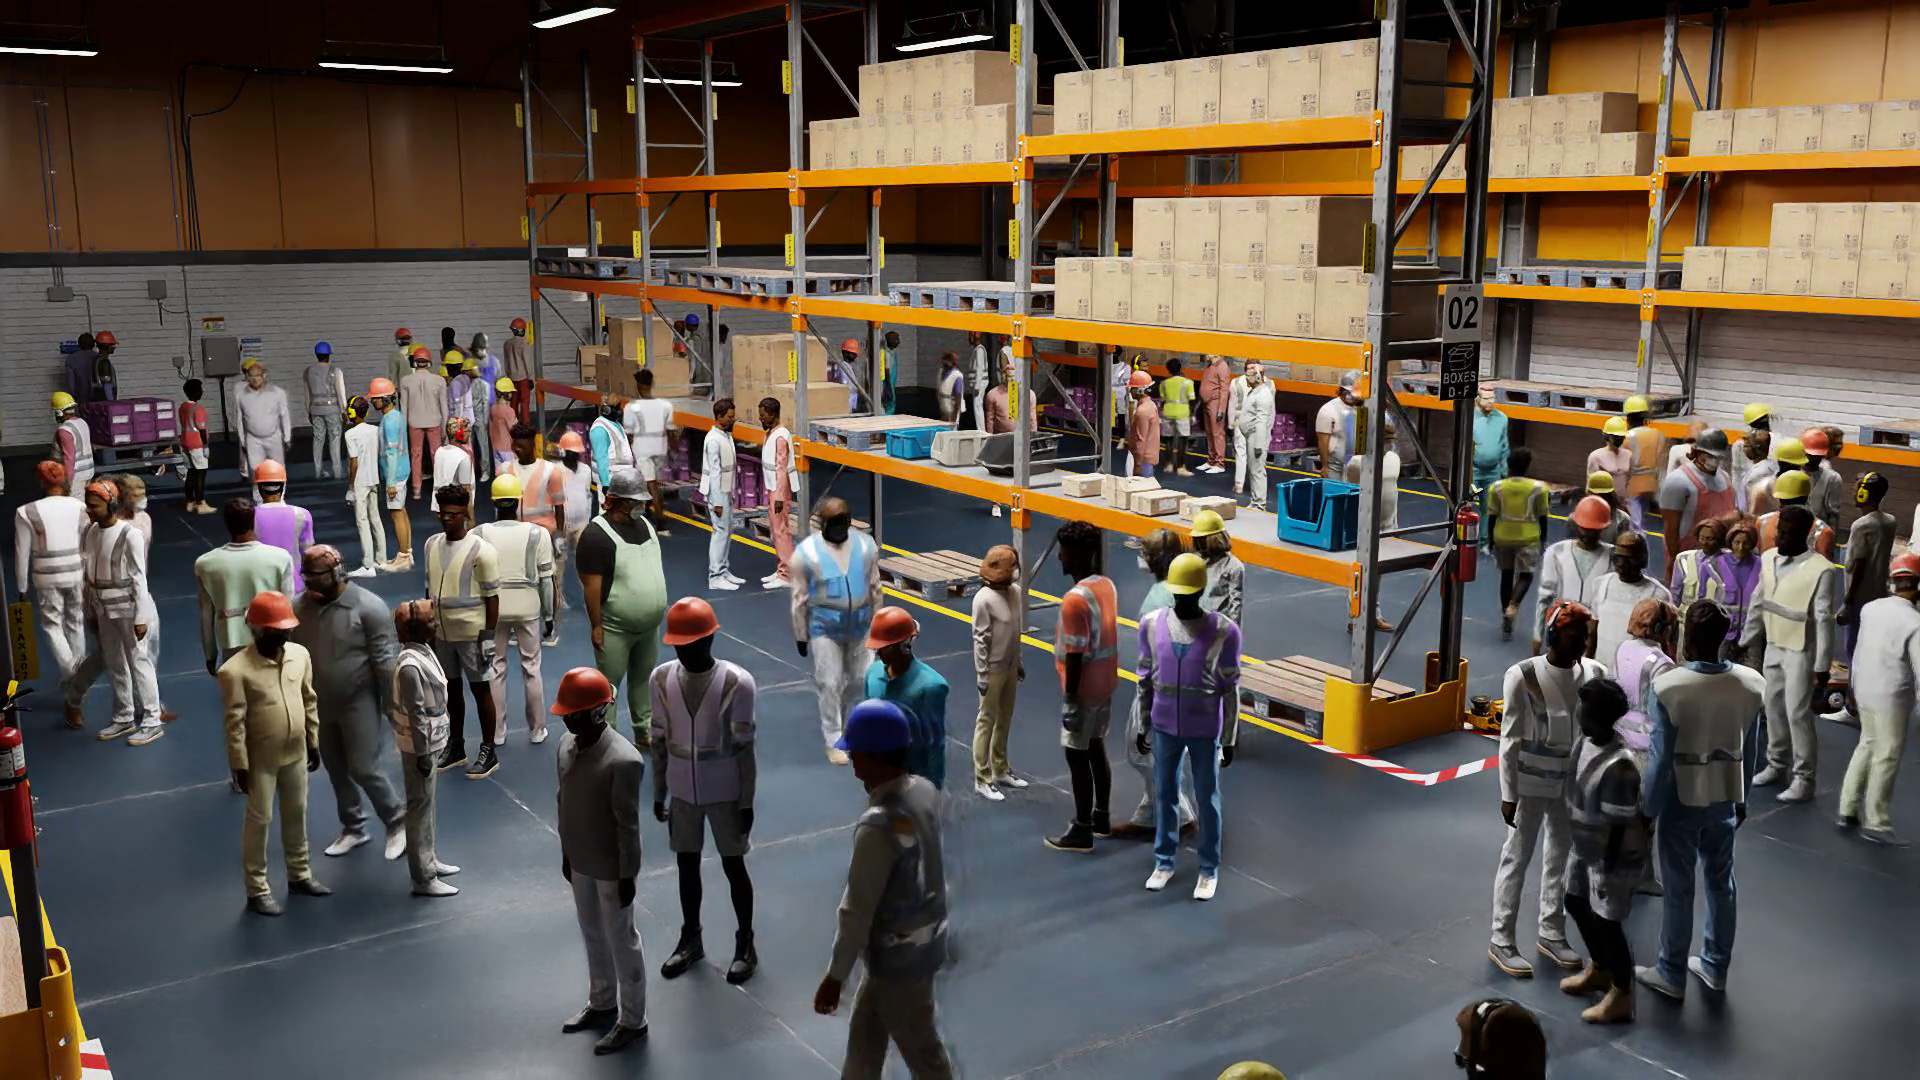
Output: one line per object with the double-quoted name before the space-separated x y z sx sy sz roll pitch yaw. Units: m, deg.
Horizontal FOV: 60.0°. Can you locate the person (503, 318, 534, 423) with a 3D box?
"person" -7.359 -2.712 27.848 0.609 1.996 0.379 8 13 34

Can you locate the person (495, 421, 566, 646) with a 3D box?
"person" -3.702 -0.055 14.323 0.613 1.963 0.362 1 11 7

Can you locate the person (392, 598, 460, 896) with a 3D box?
"person" -2.943 1.125 9.116 0.309 1.645 0.514 -3 11 -13

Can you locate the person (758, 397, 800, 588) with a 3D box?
"person" -1.817 -0.481 16.669 0.399 1.908 0.600 -3 11 -16

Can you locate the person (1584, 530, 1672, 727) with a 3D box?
"person" 4.021 0.837 10.105 0.344 1.836 0.518 -9 14 -40

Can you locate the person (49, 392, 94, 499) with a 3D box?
"person" -9.557 -0.686 17.915 0.404 1.827 0.590 -2 11 -9

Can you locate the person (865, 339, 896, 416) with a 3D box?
"person" -1.149 -2.135 25.296 0.792 1.843 0.514 1 11 4

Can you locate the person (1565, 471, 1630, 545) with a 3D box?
"person" 4.984 0.311 13.056 0.487 1.737 0.359 2 11 9

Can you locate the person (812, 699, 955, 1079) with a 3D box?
"person" -0.340 1.537 6.301 0.886 1.906 0.626 2 11 11

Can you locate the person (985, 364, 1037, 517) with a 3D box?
"person" 0.635 -1.217 20.464 0.641 1.900 0.398 -1 11 -7

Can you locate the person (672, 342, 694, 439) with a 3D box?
"person" -4.358 -2.240 26.091 0.609 1.727 0.582 6 12 27

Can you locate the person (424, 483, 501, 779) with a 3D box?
"person" -3.305 0.596 10.991 0.610 1.966 0.364 5 12 25

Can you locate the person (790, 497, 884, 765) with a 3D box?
"person" -0.838 0.594 11.351 0.649 1.825 0.529 -5 12 -23

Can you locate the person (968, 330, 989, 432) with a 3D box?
"person" 0.291 -2.544 27.299 0.357 1.879 0.586 0 11 -2

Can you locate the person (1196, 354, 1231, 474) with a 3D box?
"person" 3.644 -1.914 23.994 0.403 1.906 0.651 -2 11 -11

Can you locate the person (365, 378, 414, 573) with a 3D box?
"person" -5.941 -0.677 17.342 0.406 2.035 0.606 -3 11 -15

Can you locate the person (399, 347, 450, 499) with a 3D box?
"person" -7.024 -1.533 21.851 0.617 1.986 0.408 -4 12 -18

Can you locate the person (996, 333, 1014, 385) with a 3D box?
"person" 0.787 -2.580 27.593 0.386 1.838 0.568 3 11 14

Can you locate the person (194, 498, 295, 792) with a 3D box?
"person" -4.563 0.683 10.700 0.592 1.911 0.386 -3 12 -17

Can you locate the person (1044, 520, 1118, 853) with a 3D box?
"person" 0.718 0.854 9.724 0.384 1.960 0.635 5 12 23

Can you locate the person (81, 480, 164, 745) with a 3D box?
"person" -5.916 0.507 11.695 0.573 1.877 0.353 5 12 25

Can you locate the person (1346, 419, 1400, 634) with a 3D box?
"person" 3.668 -0.114 14.712 0.627 1.934 0.372 -9 14 -38

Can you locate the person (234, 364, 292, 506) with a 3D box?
"person" -8.731 -1.290 20.885 0.638 1.880 0.896 -4 12 -18

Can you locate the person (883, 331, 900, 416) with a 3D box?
"person" -1.149 -2.494 27.157 0.344 1.837 0.506 1 11 3

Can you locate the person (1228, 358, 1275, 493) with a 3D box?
"person" 3.890 -1.540 22.251 0.633 1.840 0.429 0 11 1

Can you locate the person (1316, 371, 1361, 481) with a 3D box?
"person" 4.247 -0.845 18.178 0.684 2.000 0.536 -5 12 -25

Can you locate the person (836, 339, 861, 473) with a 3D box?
"person" -1.608 -1.938 24.063 0.375 1.927 0.543 0 11 -1

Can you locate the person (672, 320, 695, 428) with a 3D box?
"person" -4.855 -2.895 29.075 0.572 1.883 0.358 11 15 44

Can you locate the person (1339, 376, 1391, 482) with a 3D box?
"person" 4.371 -0.778 17.936 0.612 2.011 0.887 9 14 40

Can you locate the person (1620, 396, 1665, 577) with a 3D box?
"person" 6.749 -0.496 16.817 0.639 1.880 0.876 -5 12 -26

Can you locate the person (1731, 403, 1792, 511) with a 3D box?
"person" 7.906 -0.382 16.245 0.739 1.879 0.385 8 14 37

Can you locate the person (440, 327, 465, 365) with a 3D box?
"person" -8.203 -2.502 27.010 0.587 1.910 0.398 9 14 39

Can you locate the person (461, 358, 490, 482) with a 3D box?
"person" -6.799 -1.676 23.216 0.485 1.737 0.315 2 11 10

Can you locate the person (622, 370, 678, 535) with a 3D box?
"person" -3.672 -1.034 19.487 0.618 1.904 1.024 -9 14 -38

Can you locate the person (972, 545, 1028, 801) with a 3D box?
"person" 0.255 0.833 10.635 0.279 1.632 0.507 7 13 32

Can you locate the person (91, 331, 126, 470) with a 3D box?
"person" -12.416 -2.029 24.268 0.415 2.035 0.609 -8 14 -37

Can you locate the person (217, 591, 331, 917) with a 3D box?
"person" -3.637 1.122 8.875 0.354 1.744 0.568 6 13 28

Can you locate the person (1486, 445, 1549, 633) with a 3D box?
"person" 4.923 -0.003 14.781 0.531 1.674 0.681 7 13 33

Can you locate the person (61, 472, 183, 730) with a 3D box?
"person" -6.171 0.439 12.025 0.828 1.899 0.650 2 11 9

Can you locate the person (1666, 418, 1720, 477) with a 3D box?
"person" 7.589 -0.452 17.243 0.507 1.616 0.612 2 11 8

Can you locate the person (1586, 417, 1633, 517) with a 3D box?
"person" 6.330 -0.323 16.209 0.533 1.767 0.322 -4 12 -21

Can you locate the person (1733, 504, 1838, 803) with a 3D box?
"person" 5.293 0.699 10.628 0.398 1.907 0.691 -2 11 -11

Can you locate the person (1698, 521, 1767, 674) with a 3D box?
"person" 5.346 0.668 11.488 0.524 1.631 0.319 3 11 15

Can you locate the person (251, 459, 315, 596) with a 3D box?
"person" -5.052 0.363 12.308 0.549 1.924 0.386 -7 13 -32

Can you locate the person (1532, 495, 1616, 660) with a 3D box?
"person" 4.185 0.598 11.196 0.566 1.903 0.882 6 12 27
